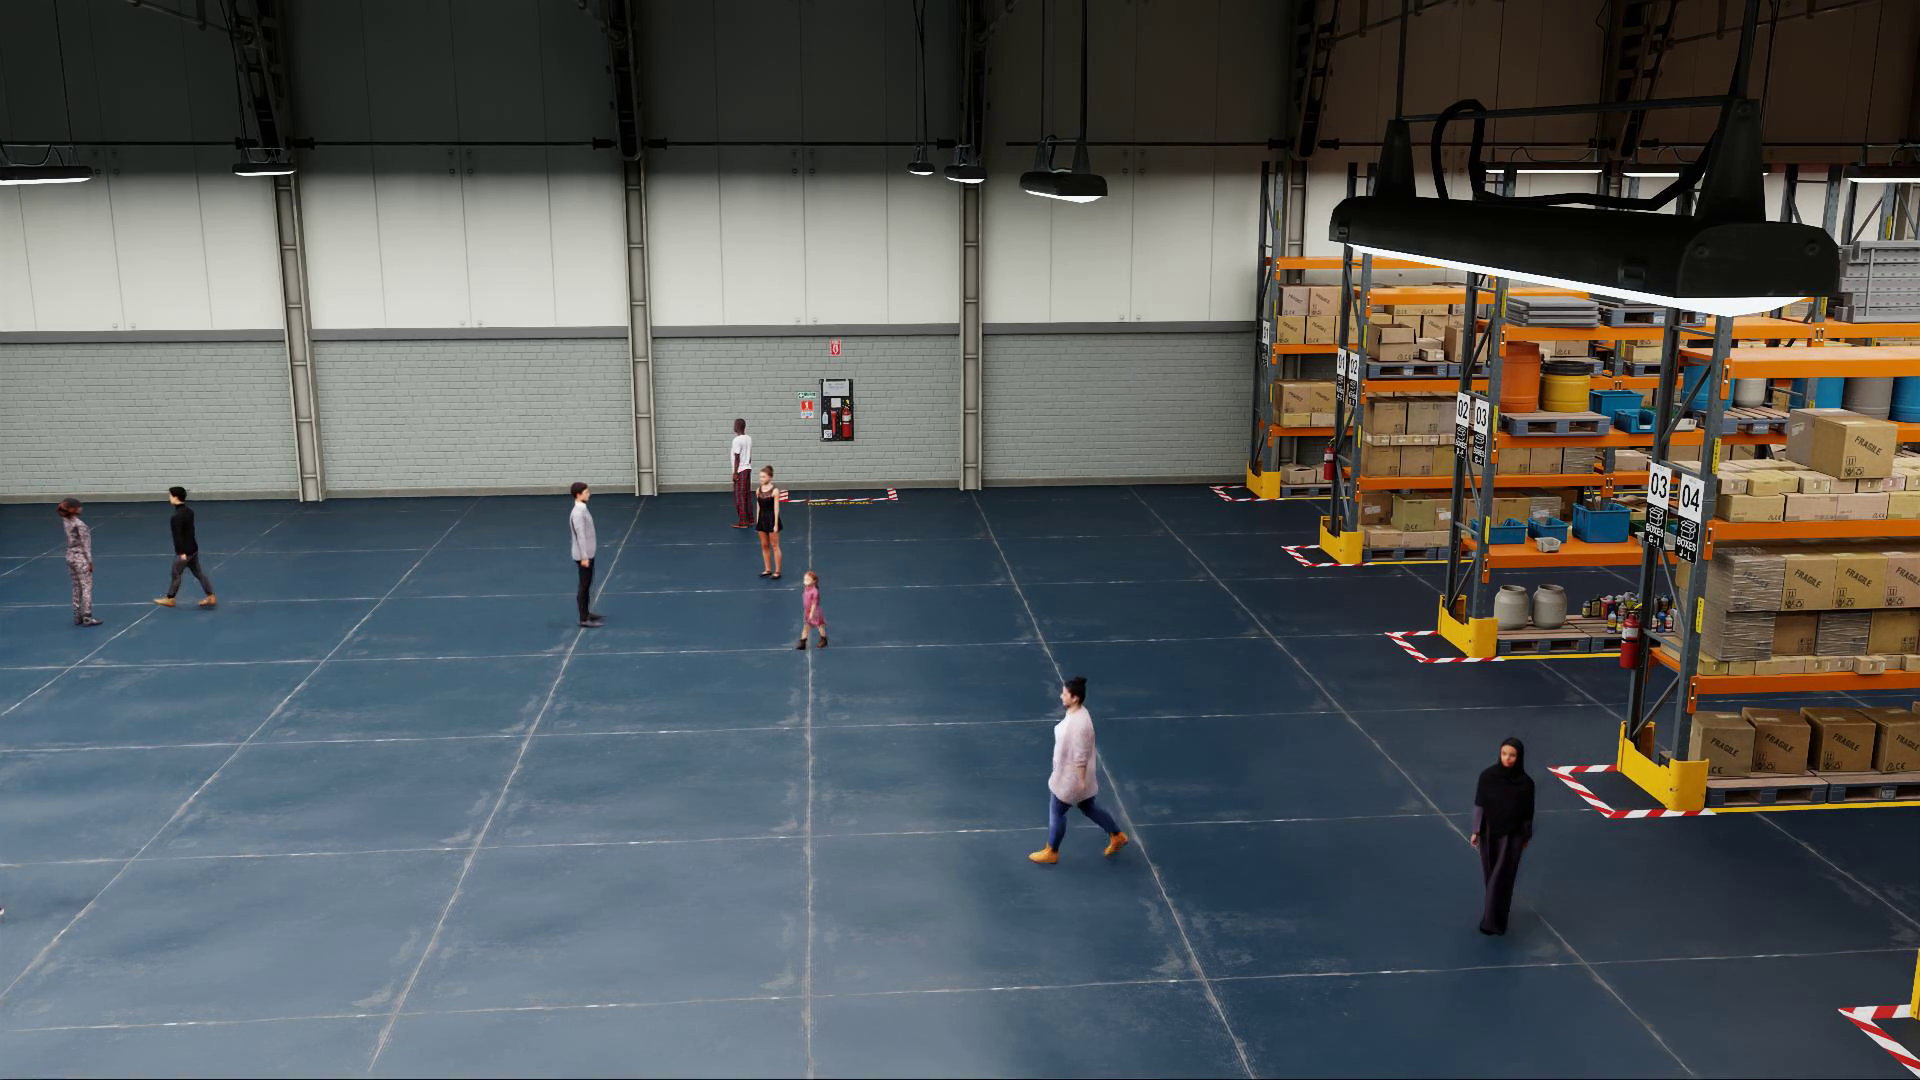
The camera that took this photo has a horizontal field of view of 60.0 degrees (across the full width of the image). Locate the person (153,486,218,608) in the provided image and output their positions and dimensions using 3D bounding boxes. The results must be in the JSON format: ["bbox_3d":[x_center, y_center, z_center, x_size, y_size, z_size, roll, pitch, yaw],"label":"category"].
[{"bbox_3d":[-10.533,0.127,22.768,1.103,1.687,0.753,0,13,2],"label":"person"}]

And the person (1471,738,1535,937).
[{"bbox_3d":[4.392,2.334,13.416,1.114,1.606,1.095,8,15,32],"label":"person"}]

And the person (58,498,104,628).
[{"bbox_3d":[-11.665,0.286,22.023,0.641,1.714,0.718,8,15,32],"label":"person"}]

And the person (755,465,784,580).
[{"bbox_3d":[-2.808,-0.269,24.494,0.676,1.680,0.749,9,16,33],"label":"person"}]

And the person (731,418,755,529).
[{"bbox_3d":[-3.645,-1.129,27.866,0.710,1.835,0.740,5,14,21],"label":"person"}]

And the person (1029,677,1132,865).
[{"bbox_3d":[1.096,2.022,14.530,1.169,1.711,0.807,1,13,4],"label":"person"}]

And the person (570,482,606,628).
[{"bbox_3d":[-5.003,0.174,22.041,0.640,1.924,0.752,-2,13,-9],"label":"person"}]

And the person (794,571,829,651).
[{"bbox_3d":[-1.814,0.895,20.974,0.781,1.000,0.693,-13,18,-43],"label":"person"}]
